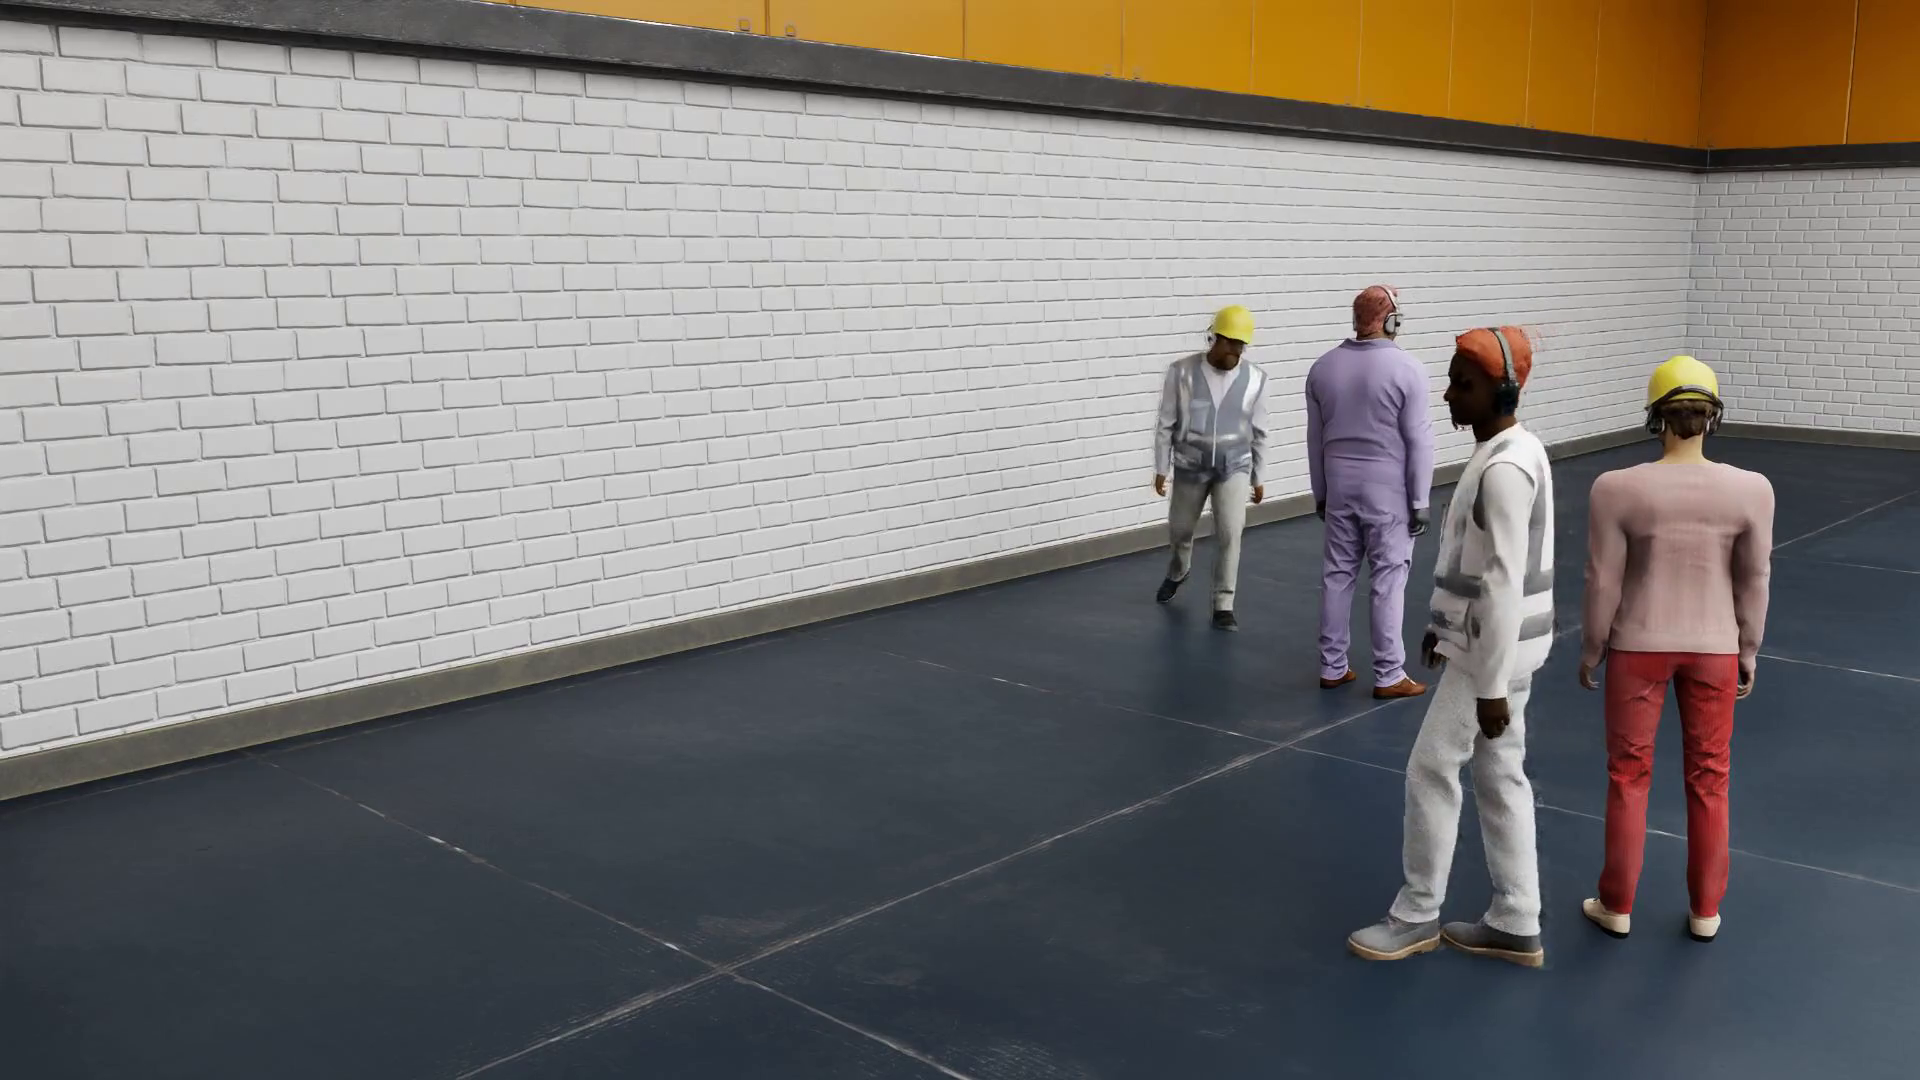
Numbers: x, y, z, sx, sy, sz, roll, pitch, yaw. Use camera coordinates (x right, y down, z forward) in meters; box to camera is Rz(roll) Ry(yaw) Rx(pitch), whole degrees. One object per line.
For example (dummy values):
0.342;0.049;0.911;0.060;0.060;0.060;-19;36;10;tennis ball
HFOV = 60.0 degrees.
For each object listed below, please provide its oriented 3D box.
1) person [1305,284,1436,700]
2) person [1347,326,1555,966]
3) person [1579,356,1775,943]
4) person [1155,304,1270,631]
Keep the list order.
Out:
1.914;-0.220;7.712;0.409;1.910;0.640;-10;14;-44;person
1.466;0.319;4.789;0.558;1.853;0.680;4;11;21;person
2.122;0.335;4.982;0.522;1.761;0.321;2;10;10;person
1.395;-0.428;9.270;0.623;1.784;0.786;1;10;5;person
